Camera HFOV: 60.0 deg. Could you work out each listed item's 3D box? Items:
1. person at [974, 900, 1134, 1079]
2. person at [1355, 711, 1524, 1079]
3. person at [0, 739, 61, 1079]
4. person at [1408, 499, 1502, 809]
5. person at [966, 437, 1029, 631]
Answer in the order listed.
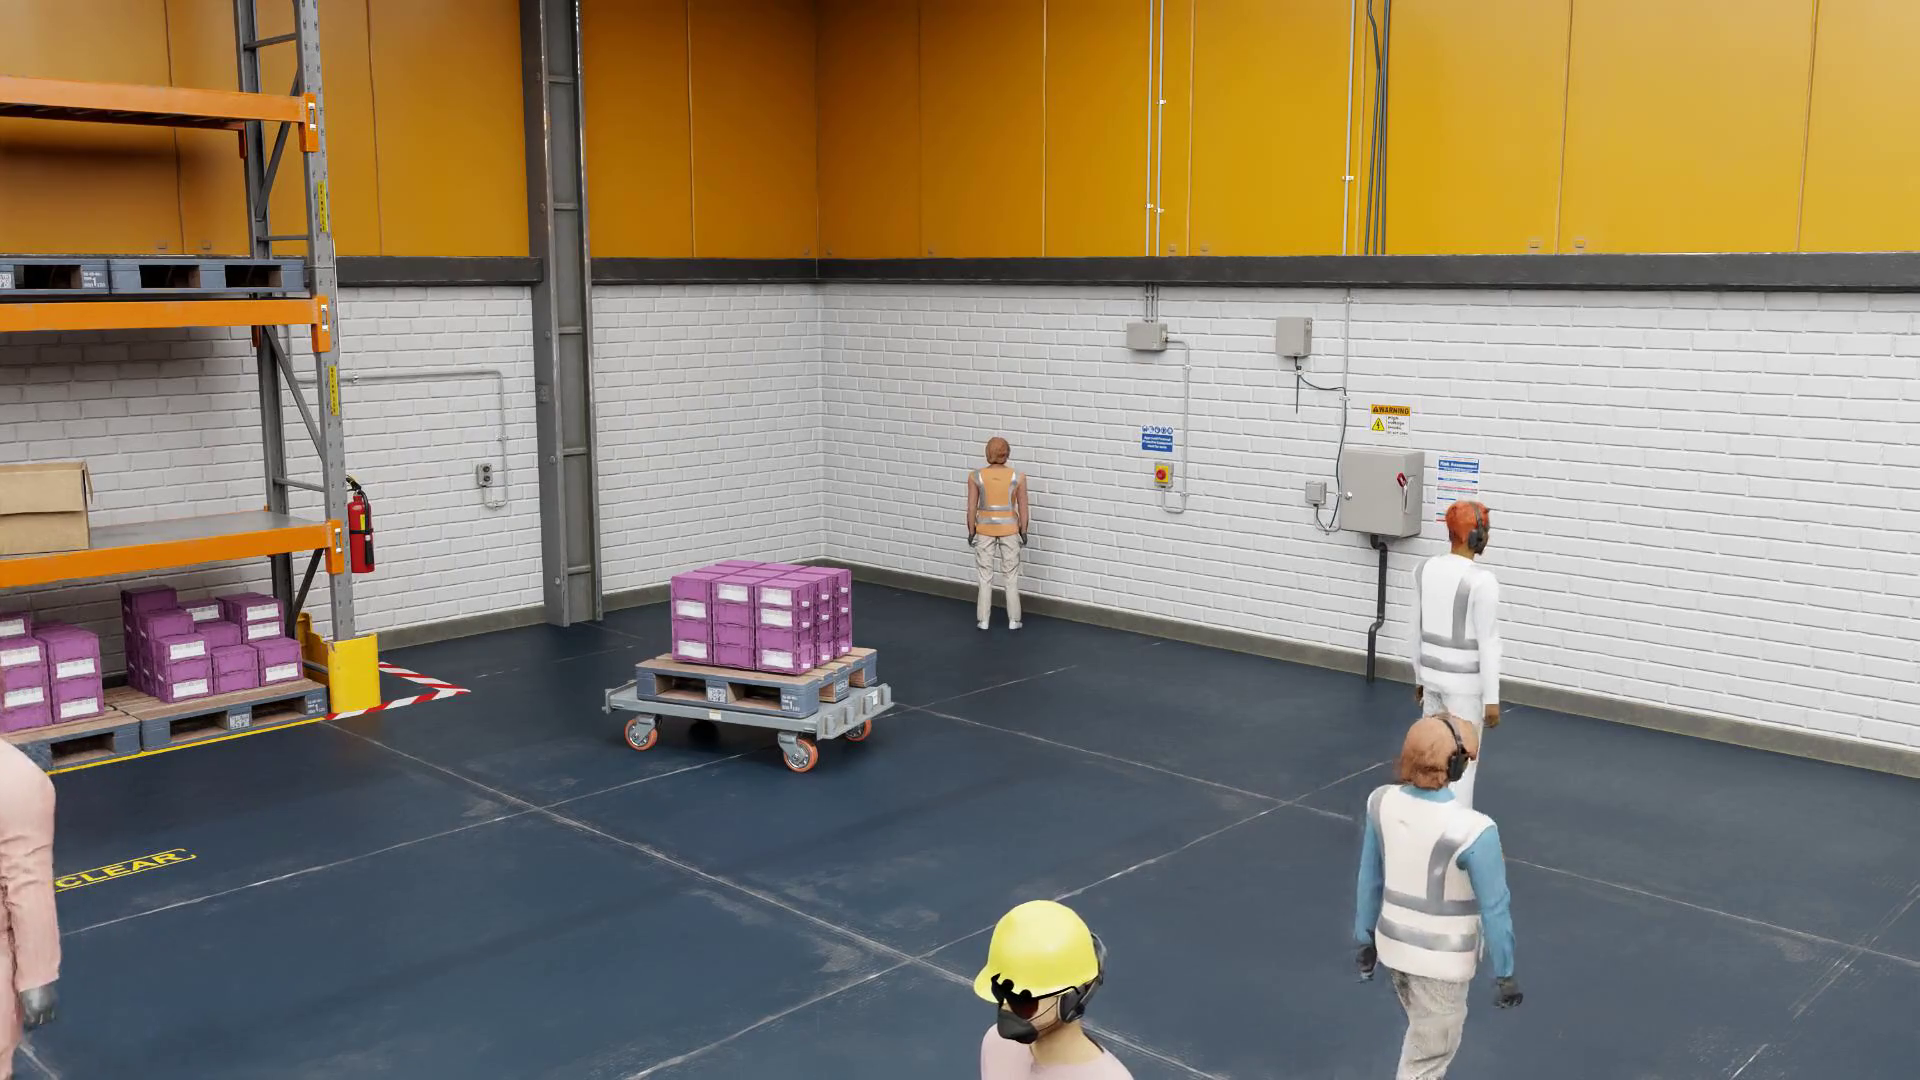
[{"bbox_3d":[0.192,1.597,3.508,0.345,1.756,0.518,-7,11,-36],"label":"person"},{"bbox_3d":[1.561,1.357,5.394,0.507,1.623,0.520,-5,10,-27],"label":"person"},{"bbox_3d":[-3.026,1.278,5.035,0.670,1.889,0.425,4,10,24],"label":"person"},{"bbox_3d":[2.510,0.730,8.424,0.337,1.883,0.584,-4,10,-24],"label":"person"},{"bbox_3d":[0.315,-0.045,13.934,0.523,1.636,0.310,0,9,2],"label":"person"}]
